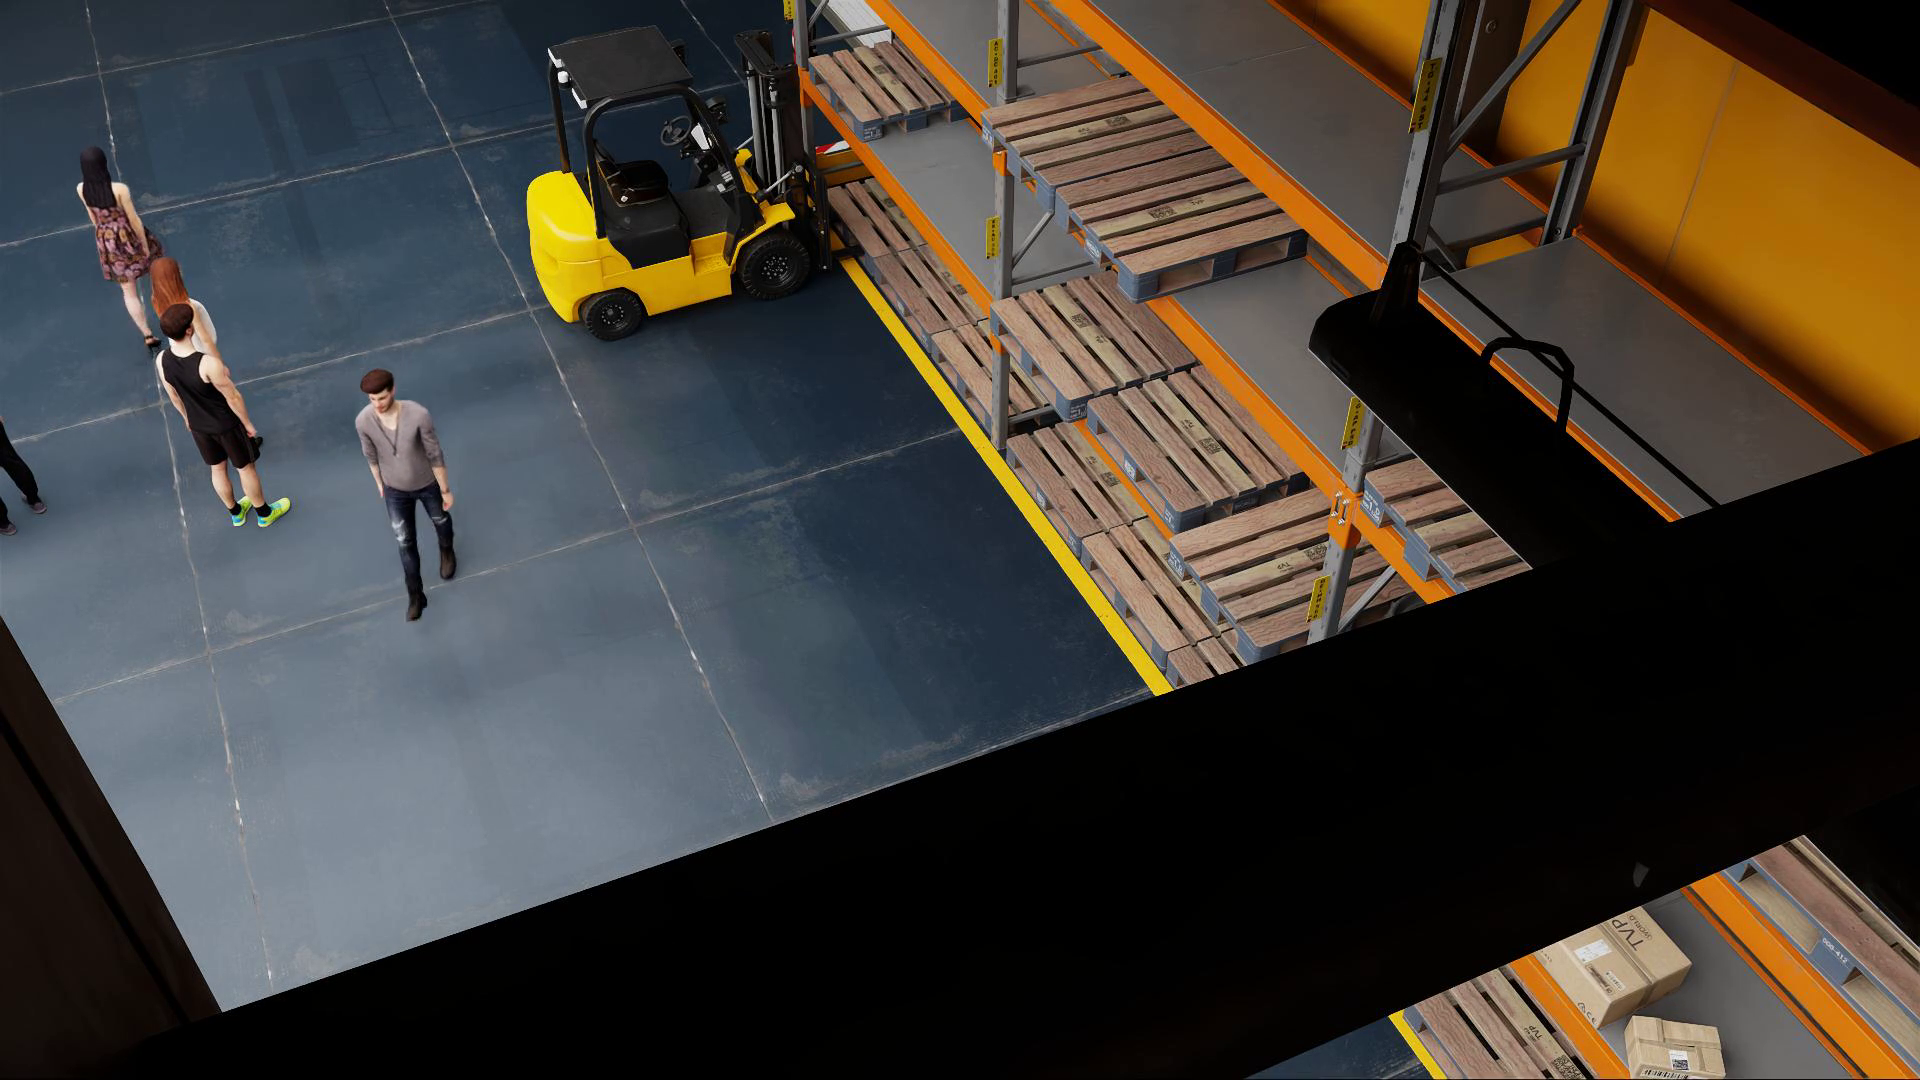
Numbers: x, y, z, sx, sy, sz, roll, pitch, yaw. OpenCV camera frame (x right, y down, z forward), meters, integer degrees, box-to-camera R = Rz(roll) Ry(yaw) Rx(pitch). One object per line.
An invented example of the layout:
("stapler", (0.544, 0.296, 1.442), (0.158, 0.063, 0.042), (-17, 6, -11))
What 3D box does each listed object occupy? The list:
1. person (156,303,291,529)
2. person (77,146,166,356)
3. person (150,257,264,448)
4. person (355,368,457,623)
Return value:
("person", (-5.239, -0.844, 11.701), (0.770, 1.892, 0.782), (6, 44, 6))
("person", (-6.710, -2.279, 13.327), (0.867, 1.727, 1.193), (-5, 44, -5))
("person", (-5.663, -1.347, 12.355), (0.622, 1.719, 0.713), (21, 47, 20))
("person", (-3.701, -0.455, 11.305), (0.870, 1.875, 1.136), (-7, 44, -7))
